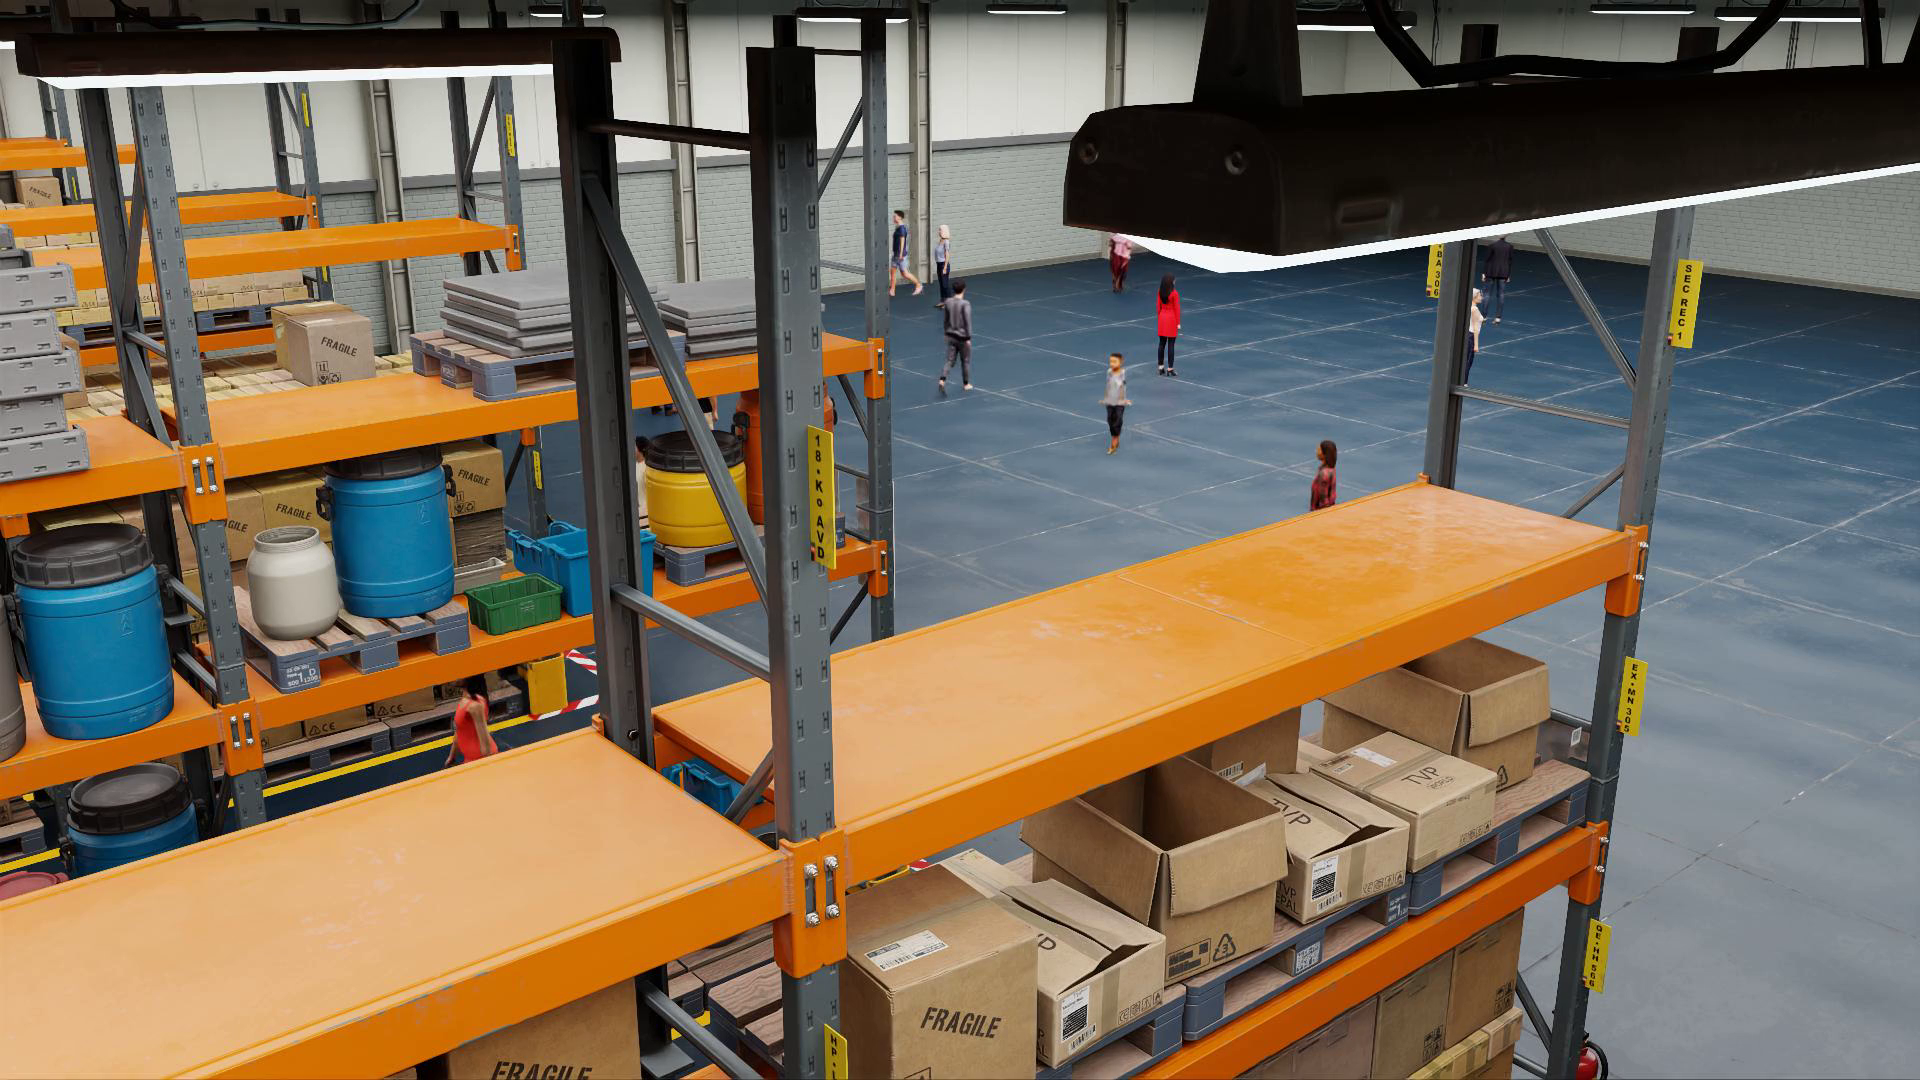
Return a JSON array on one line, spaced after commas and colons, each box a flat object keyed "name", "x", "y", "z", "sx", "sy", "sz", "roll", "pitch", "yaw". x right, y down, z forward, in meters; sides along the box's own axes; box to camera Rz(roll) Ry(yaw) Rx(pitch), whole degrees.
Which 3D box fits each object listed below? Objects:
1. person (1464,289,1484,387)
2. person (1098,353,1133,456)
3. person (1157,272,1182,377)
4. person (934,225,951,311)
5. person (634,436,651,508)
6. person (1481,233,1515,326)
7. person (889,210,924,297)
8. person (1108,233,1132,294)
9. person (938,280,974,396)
[{"name": "person", "x": 8.181, "y": -3.195, "z": 26.736, "sx": 0.711, "sy": 1.702, "sz": 0.678, "roll": -1, "pitch": 18, "yaw": -3}, {"name": "person", "x": 2.226, "y": -2.002, "z": 23.499, "sx": 0.799, "sy": 1.439, "sz": 0.934, "roll": 9, "pitch": 20, "yaw": 25}, {"name": "person", "x": 3.512, "y": -3.649, "z": 28.059, "sx": 0.639, "sy": 1.746, "sz": 0.637, "roll": 16, "pitch": 24, "yaw": 40}, {"name": "person", "x": -0.337, "y": -5.600, "z": 34.090, "sx": 0.607, "sy": 1.722, "sz": 0.635, "roll": -7, "pitch": 19, "yaw": -21}, {"name": "person", "x": -3.379, "y": -0.361, "z": 18.258, "sx": 0.973, "sy": 1.564, "sz": 0.651, "roll": -12, "pitch": 21, "yaw": -32}, {"name": "person", "x": 9.479, "y": -4.700, "z": 29.466, "sx": 0.824, "sy": 1.782, "sz": 0.781, "roll": 3, "pitch": 18, "yaw": 9}, {"name": "person", "x": -1.197, "y": -6.076, "z": 35.395, "sx": 1.206, "sy": 1.819, "sz": 0.918, "roll": -6, "pitch": 19, "yaw": -17}, {"name": "person", "x": 3.487, "y": -6.158, "z": 35.978, "sx": 0.820, "sy": 1.614, "sz": 1.011, "roll": 10, "pitch": 21, "yaw": 28}, {"name": "person", "x": -0.084, "y": -3.233, "z": 26.670, "sx": 0.942, "sy": 1.815, "sz": 1.197, "roll": 11, "pitch": 21, "yaw": 30}]
